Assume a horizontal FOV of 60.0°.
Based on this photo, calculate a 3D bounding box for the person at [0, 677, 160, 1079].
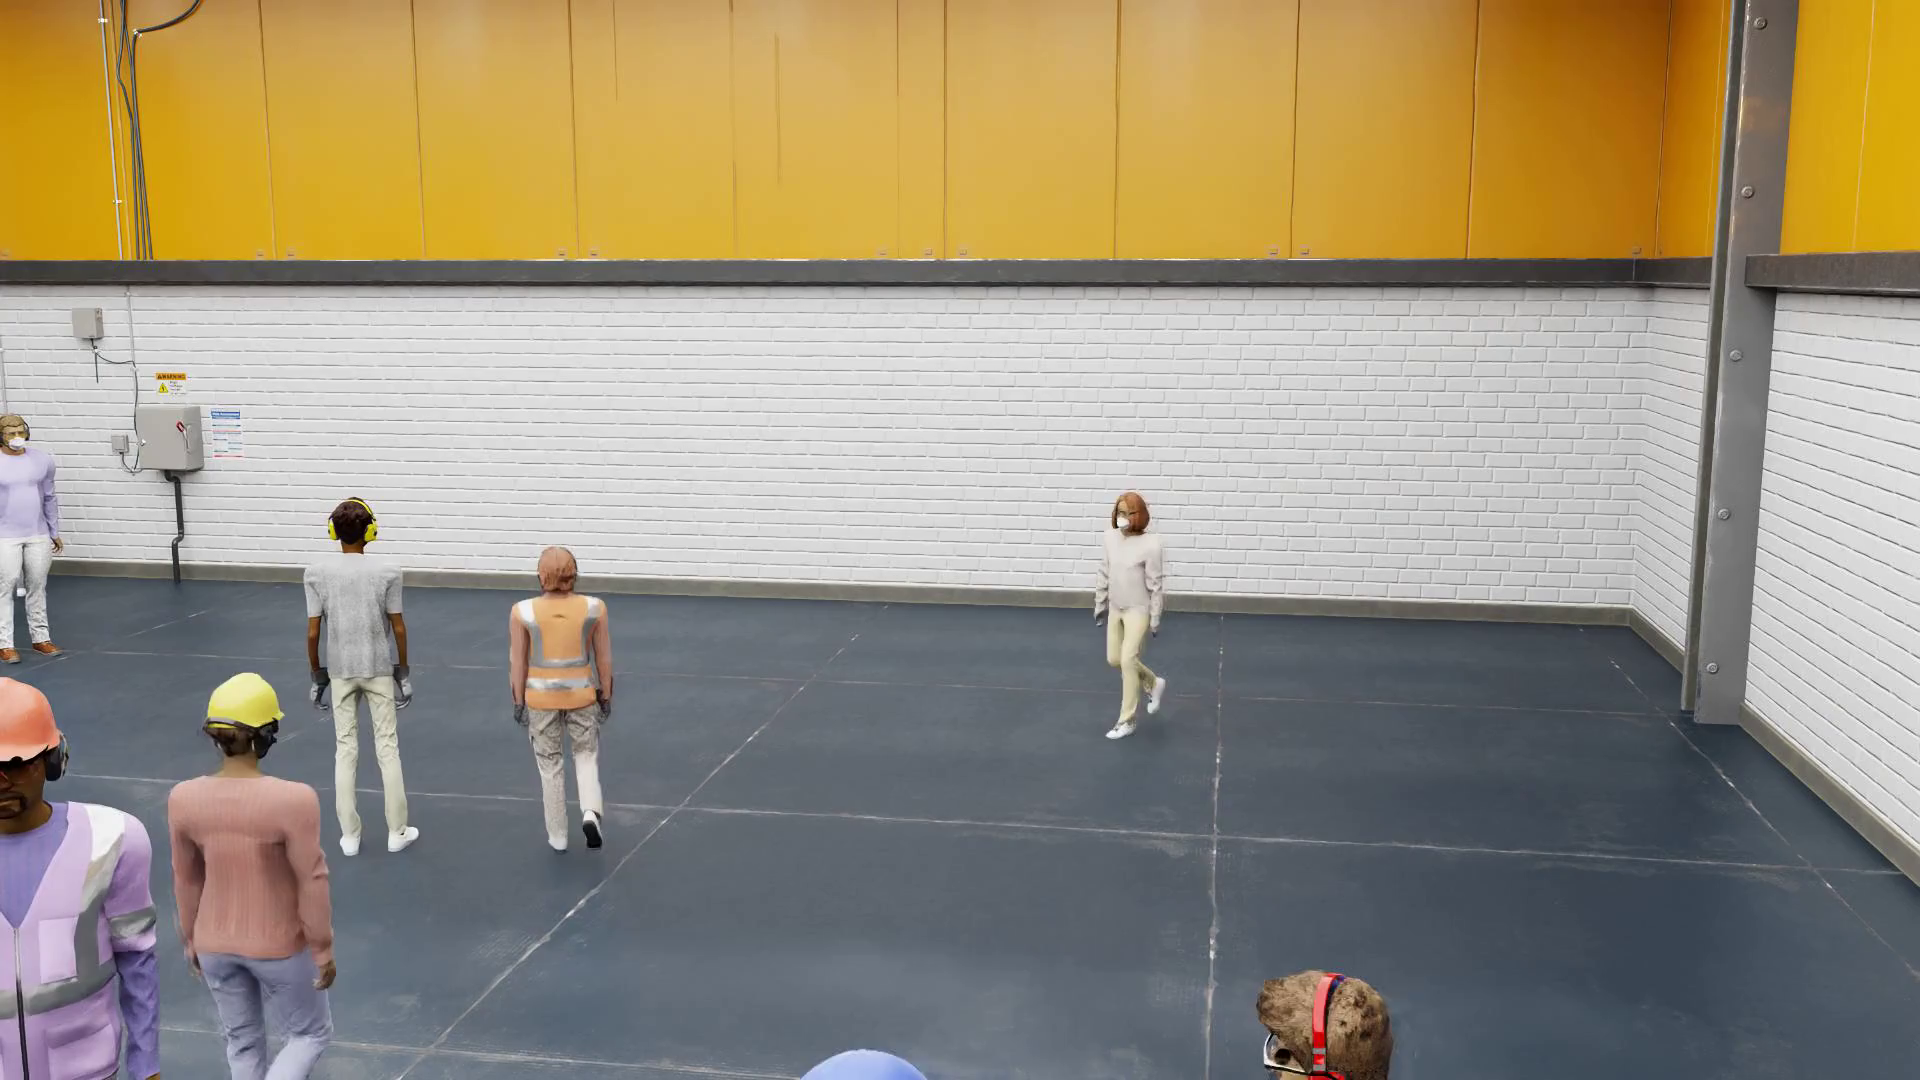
[{"bbox_3d":[-2.340,1.342,4.205,0.605,2.045,0.383,-4,10,-25],"label":"person"}]

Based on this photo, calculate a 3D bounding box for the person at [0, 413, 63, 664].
[{"bbox_3d":[-7.310,-0.021,12.936,0.362,1.938,0.631,7,11,36],"label":"person"}]

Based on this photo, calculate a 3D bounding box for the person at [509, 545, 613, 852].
[{"bbox_3d":[-2.048,0.844,8.578,0.517,1.626,0.430,-4,10,-21],"label":"person"}]

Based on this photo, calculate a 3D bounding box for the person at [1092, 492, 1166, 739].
[{"bbox_3d":[1.164,0.466,10.929,0.618,1.611,0.510,-8,12,-40],"label":"person"}]

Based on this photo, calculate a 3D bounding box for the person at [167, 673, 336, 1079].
[{"bbox_3d":[-2.278,1.301,5.333,0.542,1.750,0.482,1,9,8],"label":"person"}]

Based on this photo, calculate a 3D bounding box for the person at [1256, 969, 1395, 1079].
[{"bbox_3d":[0.671,1.643,3.079,0.596,1.800,0.888,-7,12,-38],"label":"person"}]

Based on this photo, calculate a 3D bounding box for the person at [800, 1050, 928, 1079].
[{"bbox_3d":[-0.182,1.684,2.504,0.954,1.901,0.605,-8,12,-40],"label":"person"}]

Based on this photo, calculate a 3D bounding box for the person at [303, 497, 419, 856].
[{"bbox_3d":[-3.120,0.708,8.651,0.519,1.873,0.335,-2,9,-10],"label":"person"}]

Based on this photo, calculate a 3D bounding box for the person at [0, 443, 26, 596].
[{"bbox_3d":[-8.925,-0.275,15.449,0.501,1.631,0.285,-2,9,-13],"label":"person"}]
